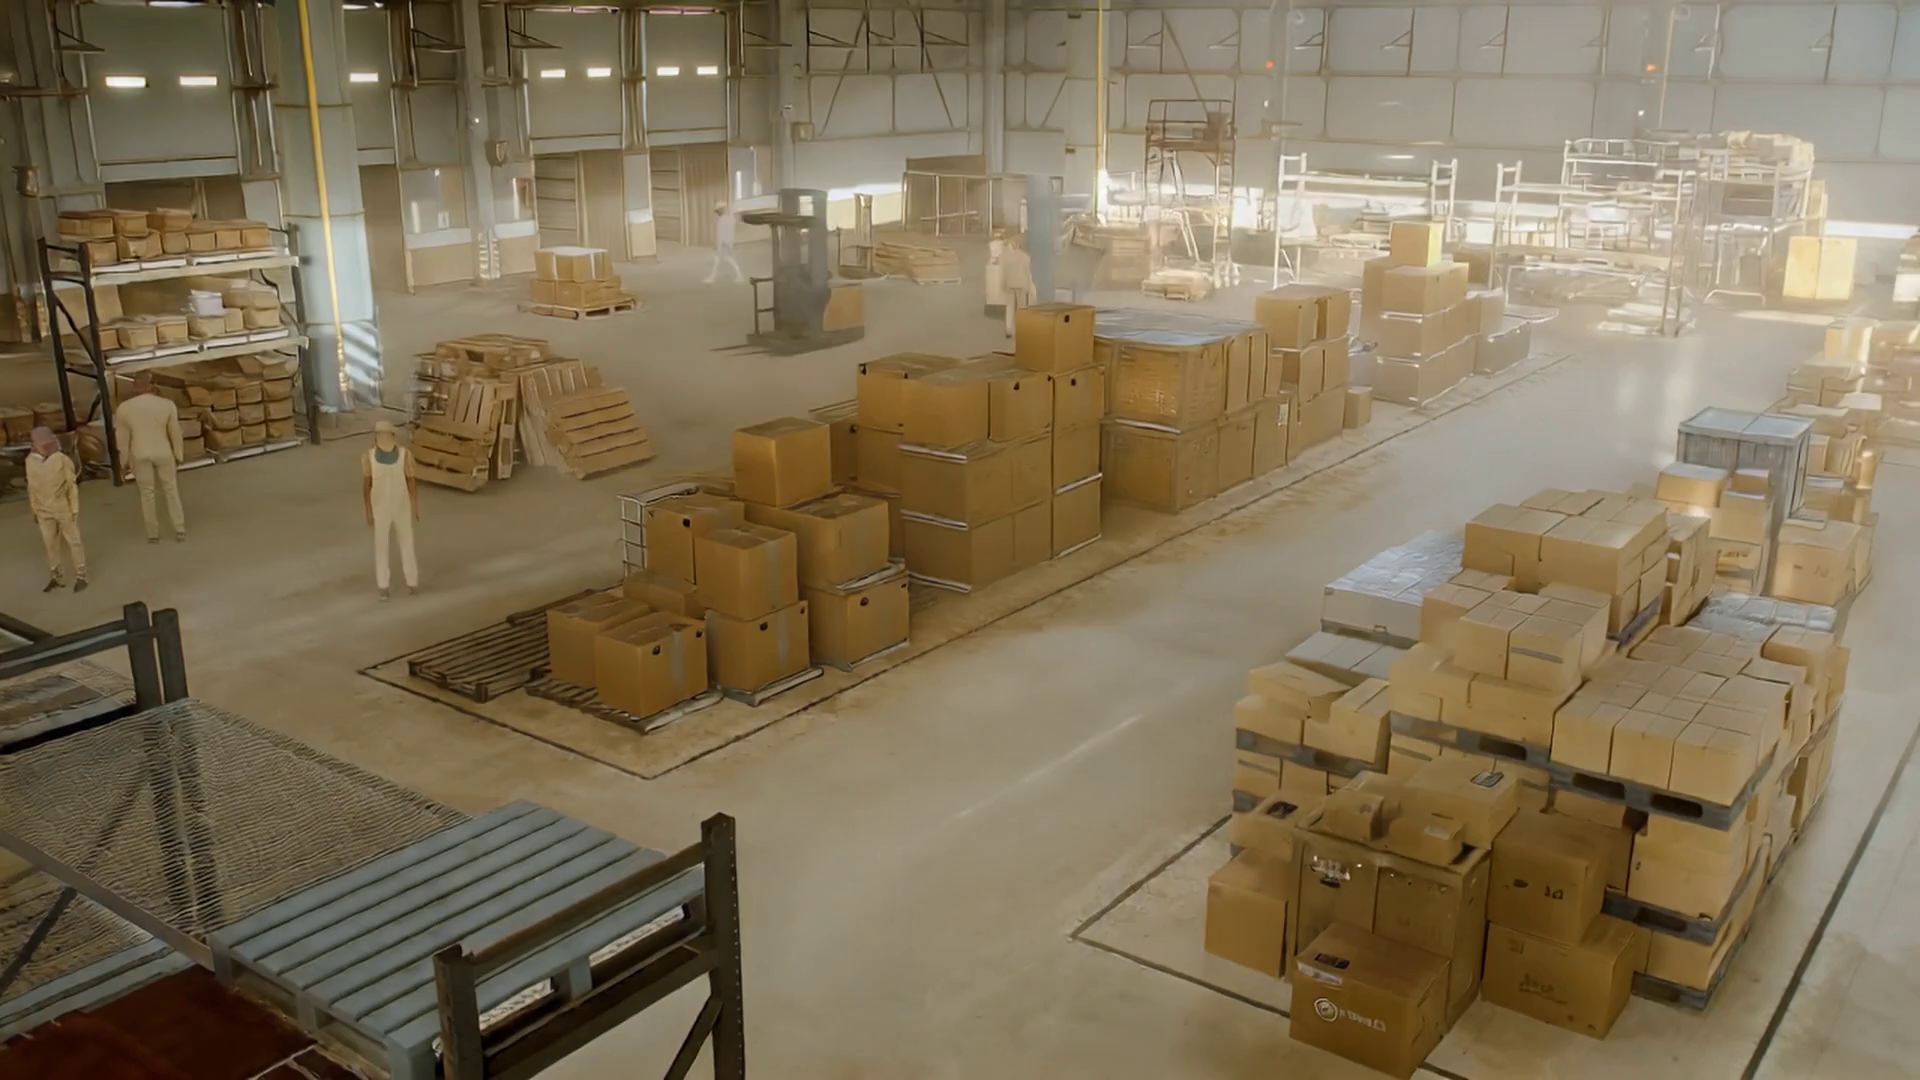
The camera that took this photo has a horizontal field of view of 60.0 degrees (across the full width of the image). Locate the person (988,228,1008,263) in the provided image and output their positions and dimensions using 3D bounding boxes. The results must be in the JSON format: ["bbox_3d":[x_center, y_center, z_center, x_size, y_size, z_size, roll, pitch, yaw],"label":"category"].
[{"bbox_3d":[0.801,-5.674,34.674,0.514,1.641,0.307,12,20,34],"label":"person"}]

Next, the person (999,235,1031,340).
[{"bbox_3d":[1.026,-4.674,30.866,0.627,1.934,0.370,7,18,21],"label":"person"}]

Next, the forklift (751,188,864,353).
[{"bbox_3d":[-2.759,-4.936,30.119,1.129,2.768,1.873,15,23,41],"label":"forklift"}]

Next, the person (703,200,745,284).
[{"bbox_3d":[-5.398,-6.819,38.053,0.982,1.897,0.561,-10,19,-29],"label":"person"}]

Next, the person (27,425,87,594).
[{"bbox_3d":[-9.102,-0.306,16.723,0.487,1.745,0.292,1,17,2],"label":"person"}]

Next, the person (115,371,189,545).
[{"bbox_3d":[-8.910,-0.903,18.369,0.632,1.936,0.359,-8,18,-24],"label":"person"}]

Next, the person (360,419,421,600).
[{"bbox_3d":[-5.670,-0.314,16.578,0.513,1.844,0.328,-7,18,-21],"label":"person"}]

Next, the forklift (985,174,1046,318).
[{"bbox_3d":[1.485,-5.882,33.252,1.873,2.768,1.129,2,17,8],"label":"forklift"}]

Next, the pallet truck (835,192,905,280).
[{"bbox_3d":[-1.936,-7.159,38.982,1.885,1.965,0.823,-12,21,-34],"label":"pallet truck"}]
